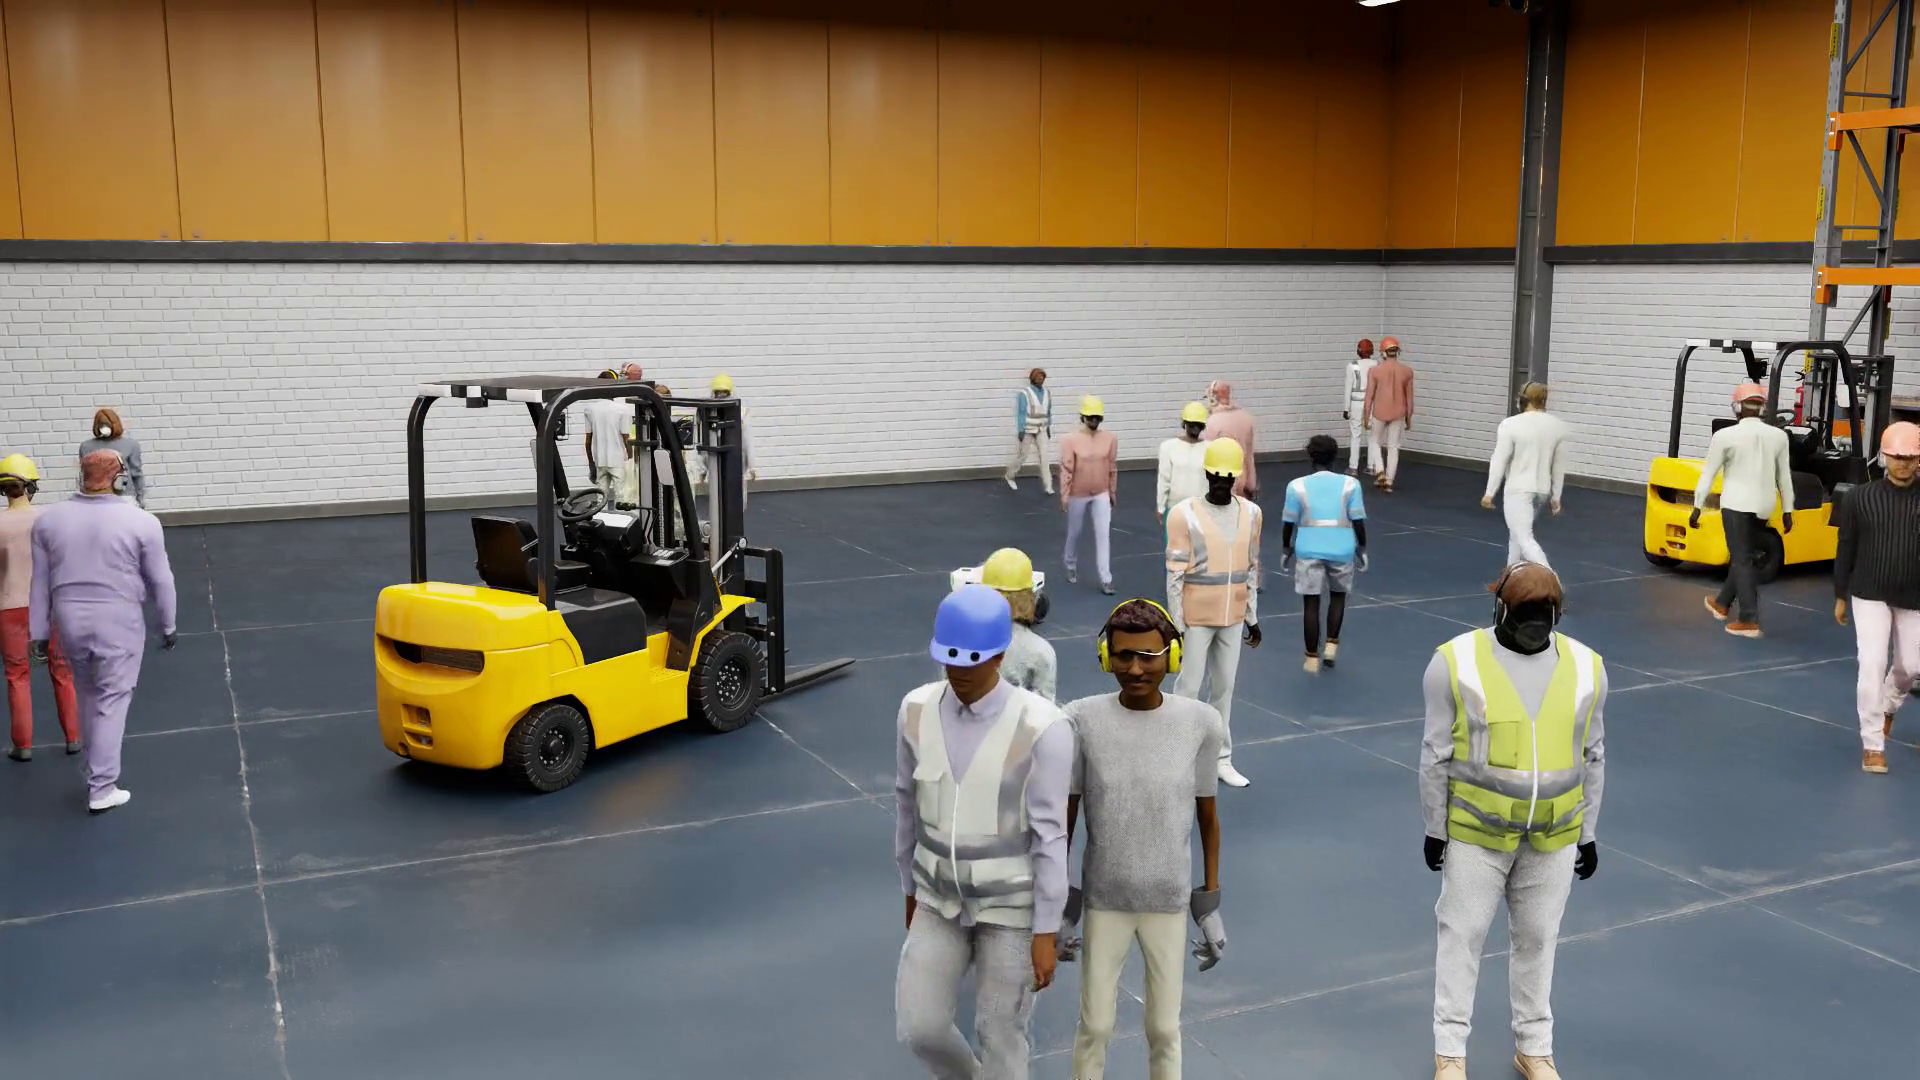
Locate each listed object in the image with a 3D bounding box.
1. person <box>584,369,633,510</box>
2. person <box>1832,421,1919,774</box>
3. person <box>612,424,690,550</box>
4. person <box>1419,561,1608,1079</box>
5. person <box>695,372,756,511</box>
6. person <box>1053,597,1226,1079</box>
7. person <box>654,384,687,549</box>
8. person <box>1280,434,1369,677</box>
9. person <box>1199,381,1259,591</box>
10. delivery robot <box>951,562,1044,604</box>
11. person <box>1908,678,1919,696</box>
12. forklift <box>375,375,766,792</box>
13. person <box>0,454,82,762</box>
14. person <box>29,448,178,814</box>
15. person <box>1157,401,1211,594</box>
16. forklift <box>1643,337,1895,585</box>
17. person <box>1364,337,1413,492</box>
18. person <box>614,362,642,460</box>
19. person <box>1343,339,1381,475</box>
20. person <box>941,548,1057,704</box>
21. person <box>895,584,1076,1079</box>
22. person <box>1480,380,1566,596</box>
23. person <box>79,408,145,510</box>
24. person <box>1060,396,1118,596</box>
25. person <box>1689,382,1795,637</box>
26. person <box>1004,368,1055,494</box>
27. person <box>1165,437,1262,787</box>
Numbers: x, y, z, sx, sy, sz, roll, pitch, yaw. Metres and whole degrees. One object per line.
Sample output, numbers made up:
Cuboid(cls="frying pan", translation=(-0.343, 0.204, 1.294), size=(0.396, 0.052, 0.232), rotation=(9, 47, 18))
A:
Cuboid(cls="person", translation=(-3.324, -0.691, 15.899), size=(0.510, 1.872, 0.328), rotation=(3, 10, 17))
Cuboid(cls="person", translation=(5.329, 0.292, 9.509), size=(0.617, 1.970, 0.884), rotation=(4, 10, 23))
Cuboid(cls="person", translation=(-2.246, 0.029, 11.657), size=(0.600, 1.797, 0.852), rotation=(8, 12, 39))
Cuboid(cls="person", translation=(1.869, 0.980, 5.629), size=(0.627, 1.843, 0.429), rotation=(0, 9, 1))
Cuboid(cls="person", translation=(-2.322, -0.743, 16.394), size=(0.599, 1.812, 0.605), rotation=(2, 9, 12))
Cuboid(cls="person", translation=(0.523, 1.080, 4.916), size=(0.526, 1.869, 0.315), rotation=(1, 9, 3))
Cuboid(cls="person", translation=(-2.533, -0.409, 14.224), size=(0.346, 1.847, 0.506), rotation=(6, 11, 32))
Cuboid(cls="person", translation=(2.533, 0.108, 11.558), size=(0.614, 1.661, 0.473), rotation=(2, 9, 9))
Cuboid(cls="person", translation=(2.279, -0.484, 14.702), size=(1.024, 1.839, 0.654), rotation=(8, 12, 42))
Cuboid(cls="delivery robot", translation=(0.295, 0.356, 13.182), size=(0.707, 0.478, 0.477), rotation=(3, 10, 19))
Cuboid(cls="person", translation=(6.555, 0.152, 10.590), size=(0.555, 1.895, 0.942), rotation=(-7, 12, -38))
Cuboid(cls="forklift", translation=(-2.268, 0.149, 9.685), size=(1.214, 2.155, 2.313), rotation=(6, 11, 32))
Cuboid(cls="person", translation=(-5.332, 0.389, 9.533), size=(0.524, 1.764, 0.329), rotation=(-6, 11, -32))
Cuboid(cls="person", translation=(-4.465, 0.453, 8.771), size=(0.670, 1.874, 0.733), rotation=(0, 9, 1))
Cuboid(cls="person", translation=(1.892, -0.283, 13.734), size=(0.536, 1.747, 0.536), rotation=(1, 9, 3))
Cuboid(cls="forklift", translation=(7.551, -0.789, 15.507), size=(2.313, 2.155, 1.214), rotation=(-4, 10, -25))
Cuboid(cls="person", translation=(5.448, -1.593, 21.169), size=(0.641, 1.976, 0.448), rotation=(0, 9, 1))
Cuboid(cls="person", translation=(-3.234, -0.797, 16.435), size=(0.651, 1.910, 0.408), rotation=(-7, 12, -38))
Cuboid(cls="person", translation=(5.566, -1.825, 22.911), size=(0.573, 1.881, 0.339), rotation=(-2, 9, -11))
Cuboid(cls="person", translation=(0.135, 0.891, 6.533), size=(0.491, 1.724, 0.587), rotation=(3, 10, 19))
Cuboid(cls="person", translation=(0.050, 1.062, 4.881), size=(0.608, 1.919, 0.430), rotation=(5, 10, 29))
Cuboid(cls="person", translation=(4.814, -0.392, 13.982), size=(0.642, 1.908, 0.975), rotation=(-4, 10, -24))
Cuboid(cls="person", translation=(-7.530, -0.384, 14.813), size=(0.504, 1.609, 0.687), rotation=(-3, 10, -16))
Cuboid(cls="person", translation=(1.125, -0.414, 14.656), size=(0.546, 1.719, 0.920), rotation=(-2, 9, -12))
Cuboid(cls="person", translation=(6.106, -0.262, 13.038), size=(0.682, 1.932, 0.981), rotation=(-1, 9, -7))
Cuboid(cls="person", translation=(0.903, -1.399, 21.137), size=(0.555, 1.598, 0.809), rotation=(-6, 11, -33))
Cuboid(cls="person", translation=(1.376, 0.403, 8.953), size=(0.588, 1.923, 0.383), rotation=(-4, 10, -25))
